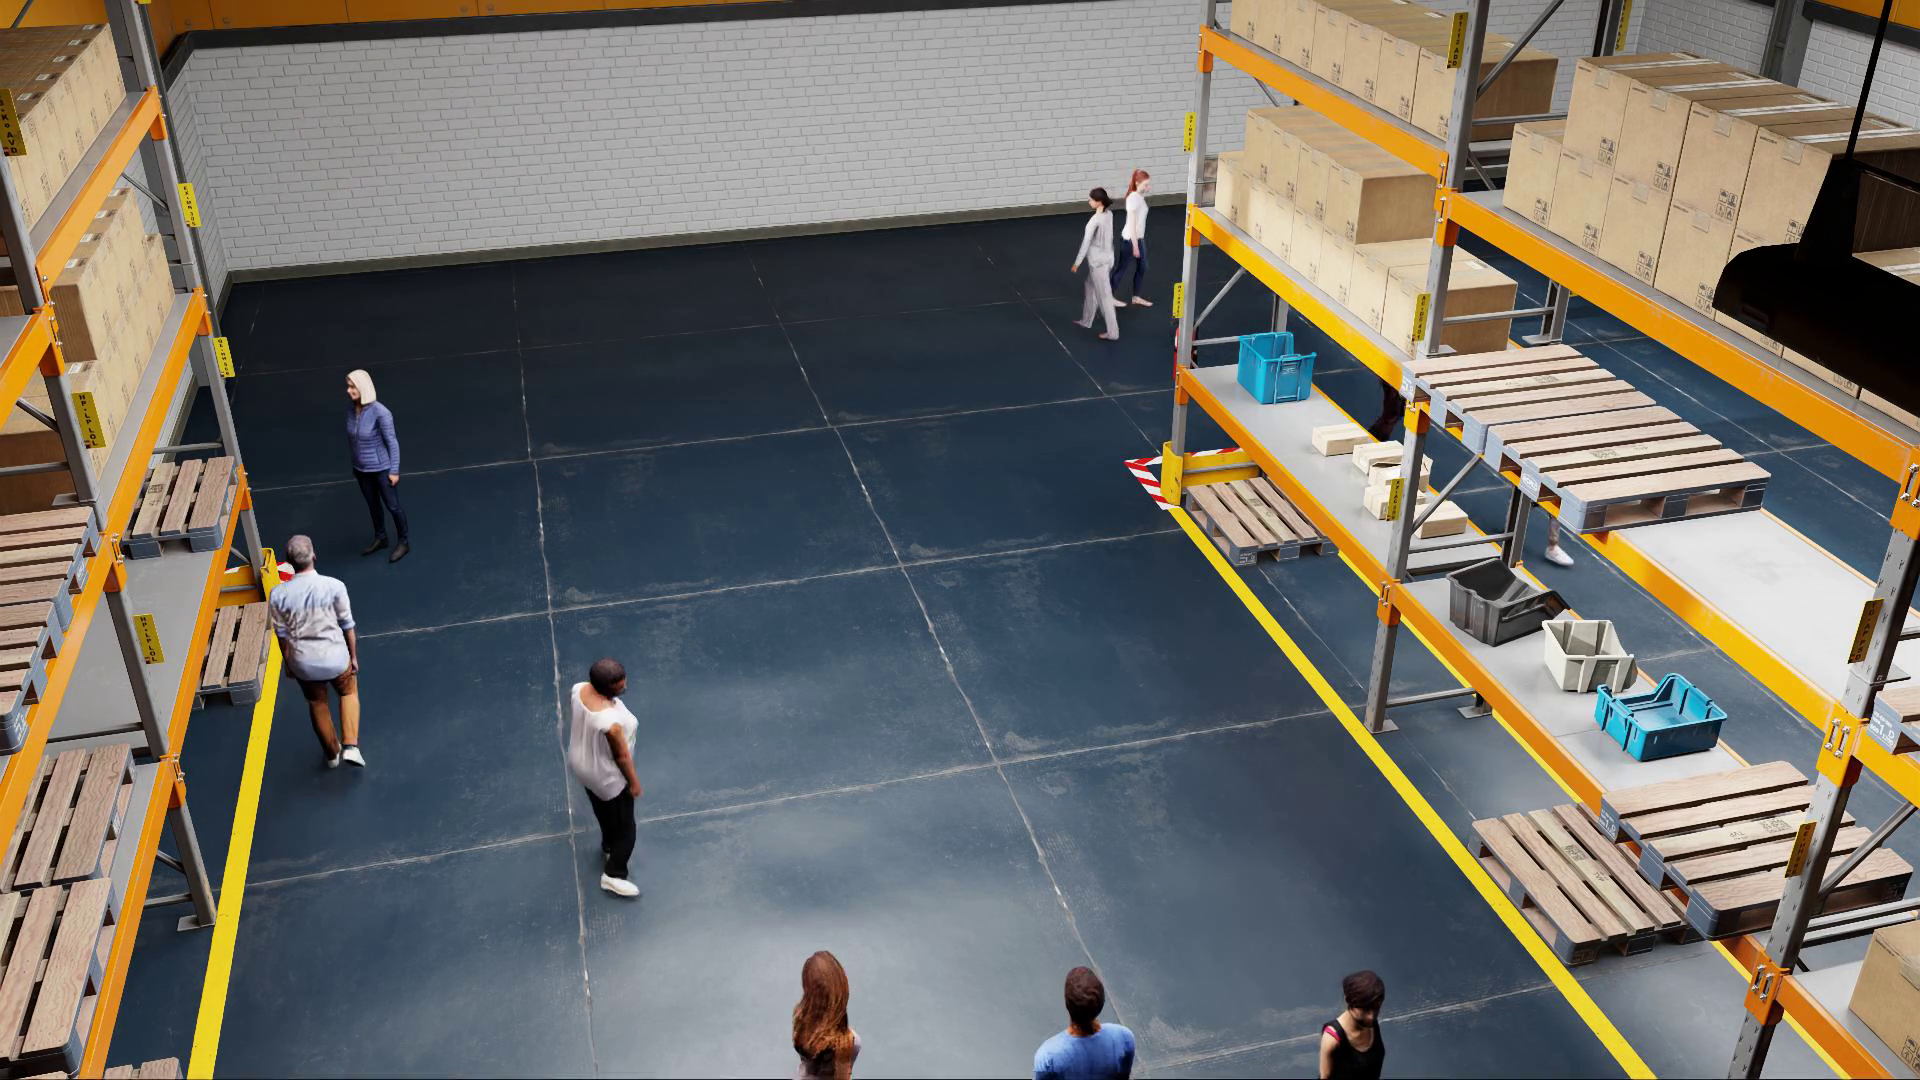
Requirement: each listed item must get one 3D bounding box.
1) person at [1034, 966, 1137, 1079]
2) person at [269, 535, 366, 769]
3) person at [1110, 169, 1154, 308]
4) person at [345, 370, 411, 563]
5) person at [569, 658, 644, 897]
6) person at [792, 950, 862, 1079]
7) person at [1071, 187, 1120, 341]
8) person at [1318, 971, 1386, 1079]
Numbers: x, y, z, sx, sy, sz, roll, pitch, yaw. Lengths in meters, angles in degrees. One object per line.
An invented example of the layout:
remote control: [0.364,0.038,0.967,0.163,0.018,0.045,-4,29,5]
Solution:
person: [0.602,2.840,7.777,0.675,1.844,0.916,-10,30,-18]
person: [-4.411,0.847,11.464,0.684,1.811,0.800,-8,30,-15]
person: [1.947,-3.533,19.610,0.877,1.701,0.859,5,29,10]
person: [-5.025,-0.657,14.293,0.723,1.743,0.752,12,31,21]
person: [-2.262,1.411,10.579,0.801,1.669,0.949,17,33,28]
person: [-0.646,2.795,7.978,0.803,1.730,0.736,-20,34,-32]
person: [1.665,-3.083,18.741,1.002,1.742,0.930,17,33,28]
person: [1.905,2.743,8.261,0.616,1.550,0.629,-23,36,-36]
